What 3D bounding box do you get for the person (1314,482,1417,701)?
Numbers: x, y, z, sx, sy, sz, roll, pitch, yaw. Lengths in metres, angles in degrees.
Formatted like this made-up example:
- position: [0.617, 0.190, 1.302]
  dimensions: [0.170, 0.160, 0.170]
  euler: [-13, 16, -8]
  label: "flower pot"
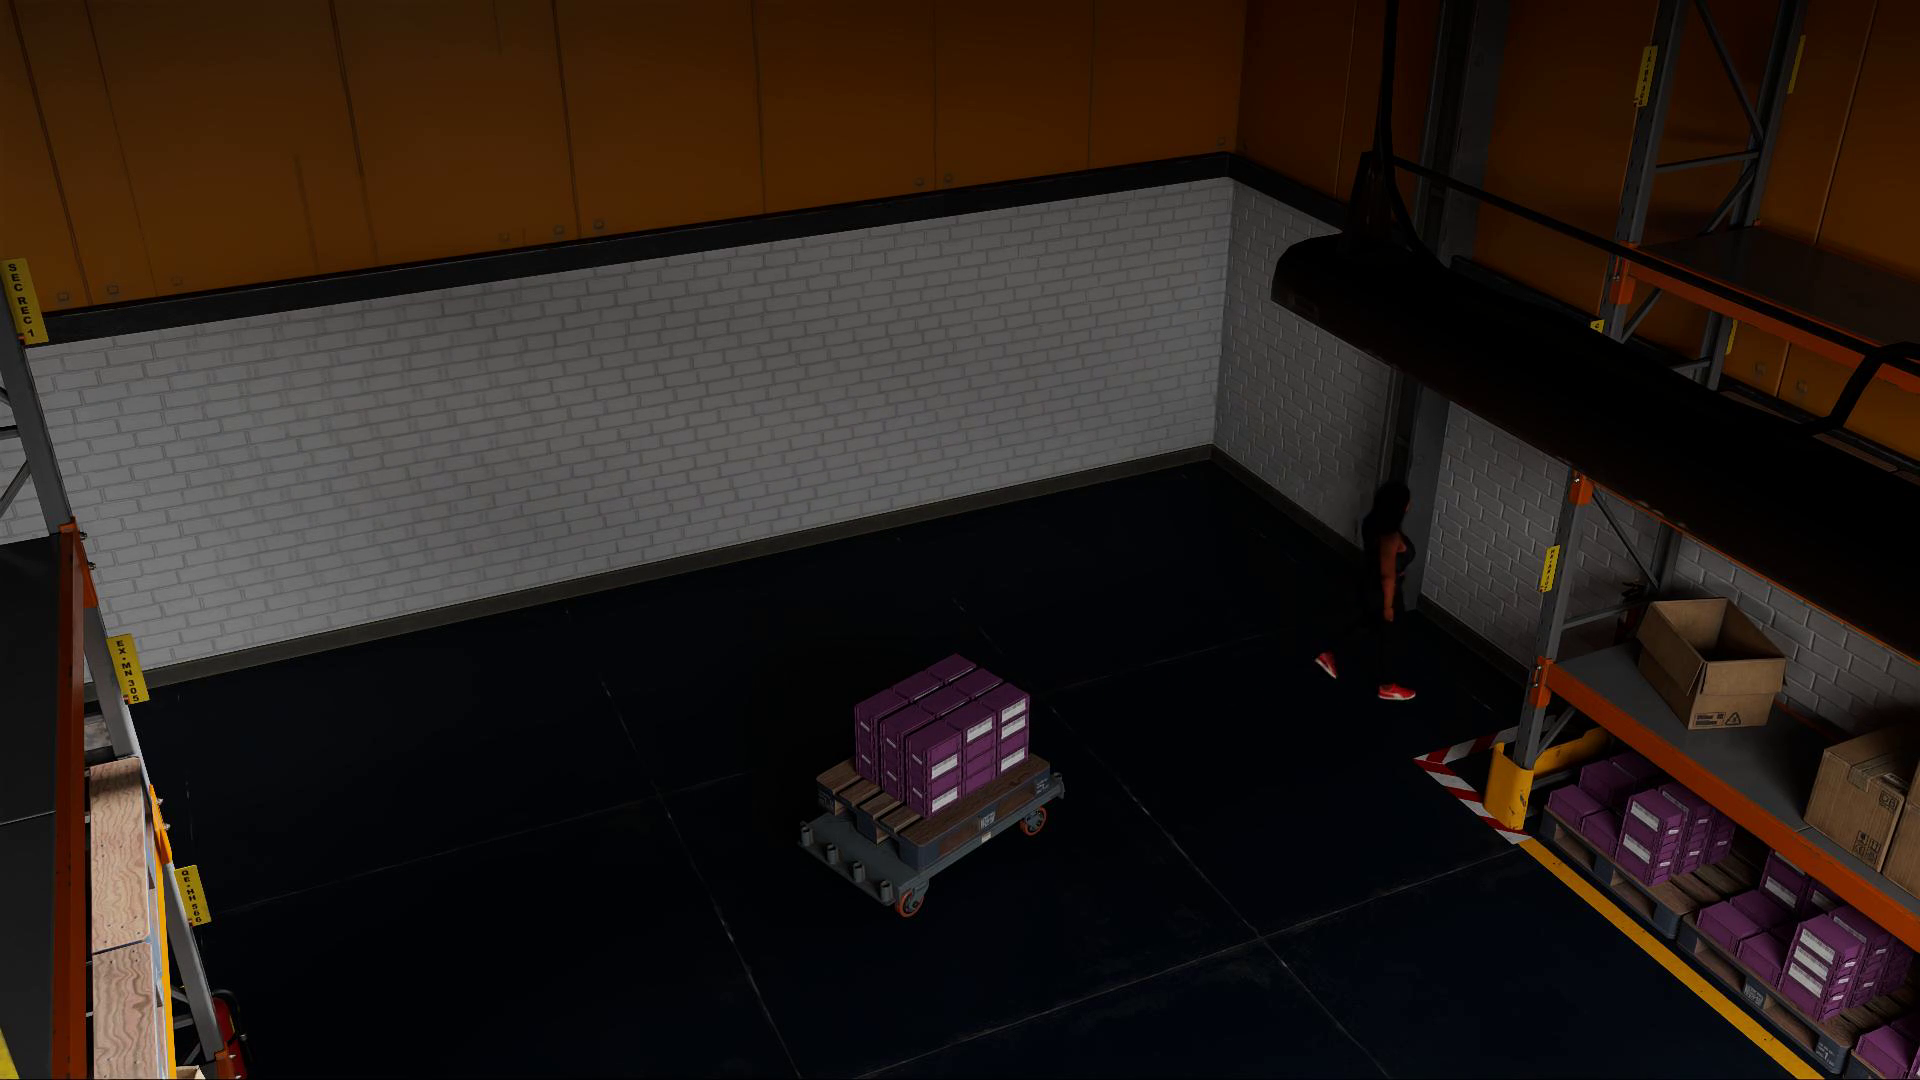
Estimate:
- position: [3.054, 0.389, 12.340]
  dimensions: [0.977, 1.800, 1.049]
  euler: [-1, 29, -3]
  label: "person"
